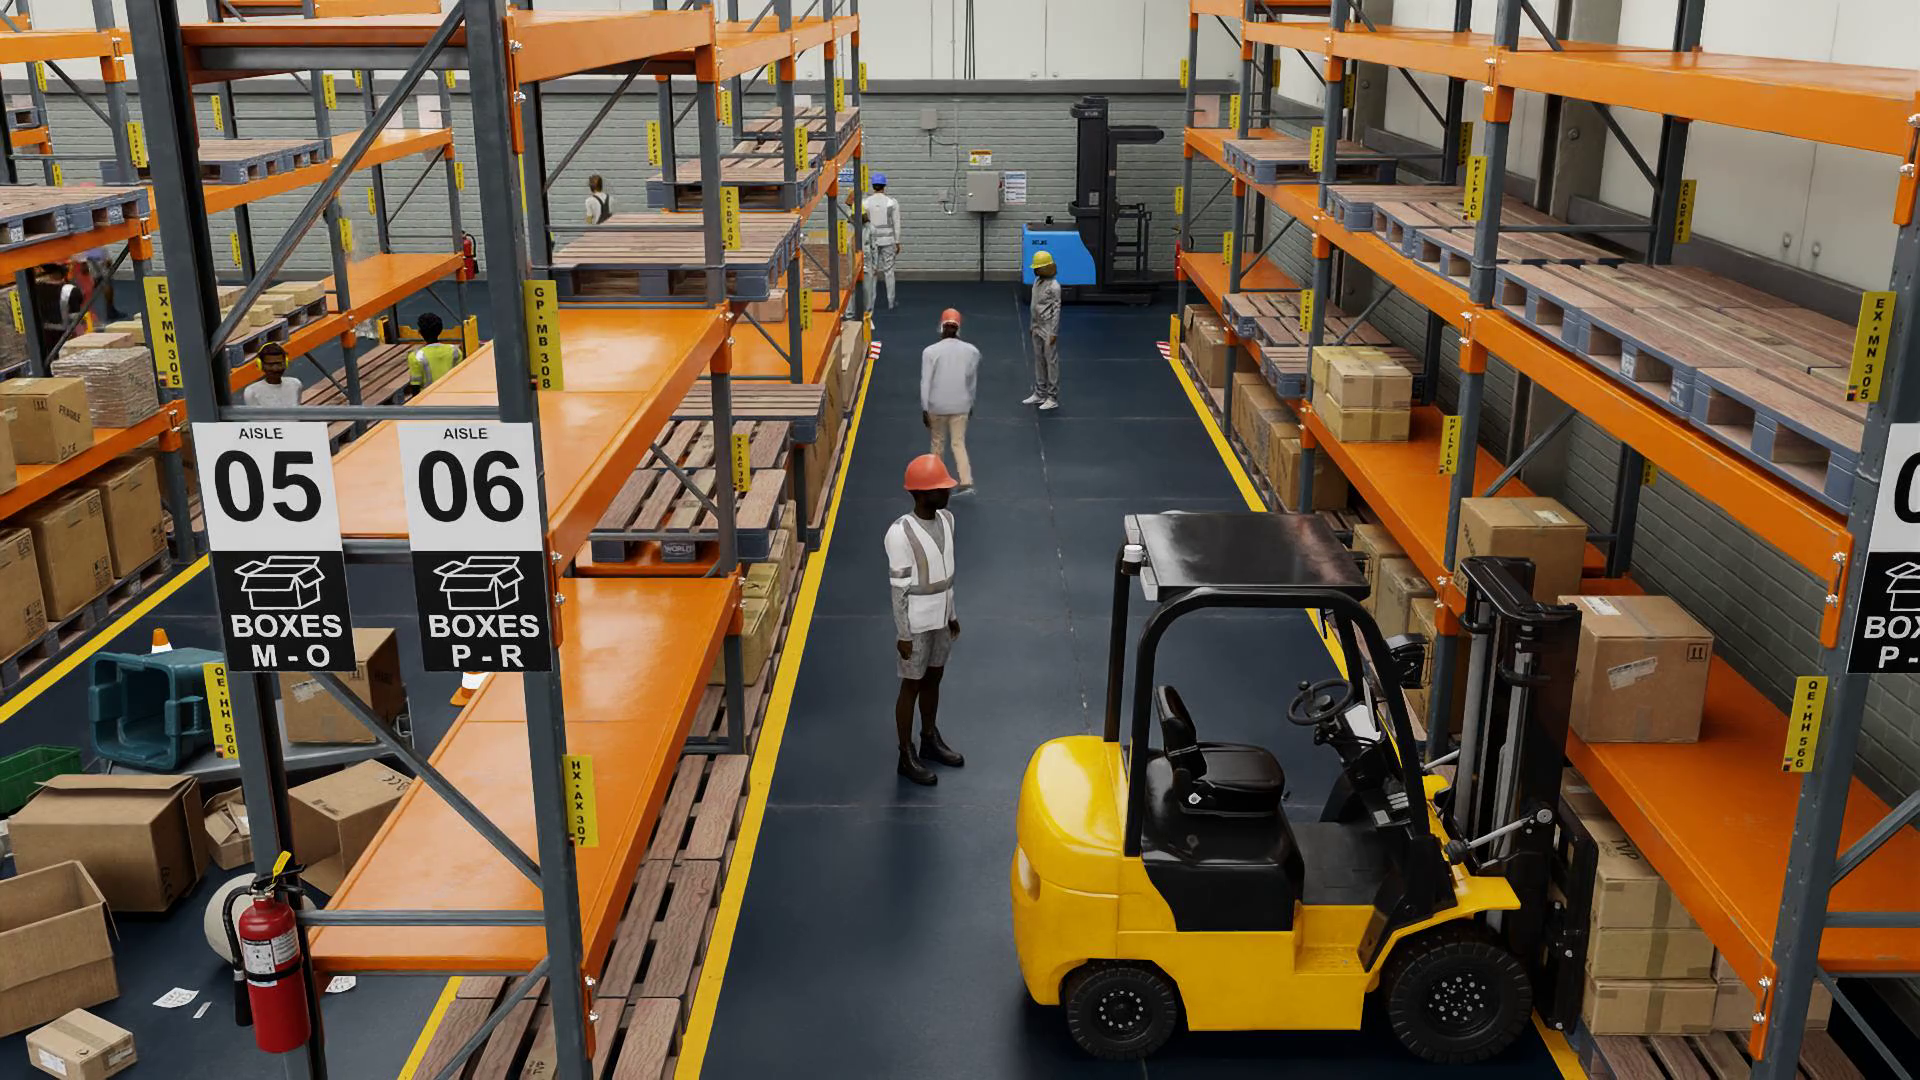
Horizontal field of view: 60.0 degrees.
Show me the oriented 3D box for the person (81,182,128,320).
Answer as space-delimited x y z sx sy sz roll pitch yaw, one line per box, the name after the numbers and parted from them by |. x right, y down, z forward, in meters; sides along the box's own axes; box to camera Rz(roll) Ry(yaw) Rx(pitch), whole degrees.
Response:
-12.013 -3.971 23.012 0.550 1.917 0.619 12 22 33 | person

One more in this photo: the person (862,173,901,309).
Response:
-1.148 -4.294 23.950 0.601 1.940 0.396 1 18 3 | person

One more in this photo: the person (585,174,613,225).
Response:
-5.357 -4.541 24.864 0.496 1.830 0.526 15 24 38 | person

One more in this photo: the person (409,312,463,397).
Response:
-4.697 -1.208 15.014 0.319 1.692 0.537 16 24 40 | person

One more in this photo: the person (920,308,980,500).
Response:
-0.083 -1.218 15.024 0.570 1.706 0.723 -4 19 -11 | person

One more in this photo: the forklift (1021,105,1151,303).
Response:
1.857 -4.944 24.441 1.873 2.768 1.129 0 18 0 | forklift

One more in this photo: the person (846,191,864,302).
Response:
-1.561 -4.340 24.591 0.286 1.625 0.493 -3 19 -10 | person

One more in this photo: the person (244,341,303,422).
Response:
-5.277 -0.630 12.992 0.327 1.865 0.514 12 22 31 | person

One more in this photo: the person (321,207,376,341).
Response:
-8.020 -3.536 21.761 0.414 1.872 0.777 -17 25 -42 | person

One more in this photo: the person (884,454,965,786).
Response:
-0.183 0.450 9.608 0.359 1.938 0.545 12 22 32 | person

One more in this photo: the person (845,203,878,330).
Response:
-1.350 -3.695 22.464 0.487 1.736 0.321 -2 18 -7 | person

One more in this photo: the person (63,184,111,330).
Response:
-11.925 -3.765 22.298 0.680 1.976 0.637 -14 23 -36 | person

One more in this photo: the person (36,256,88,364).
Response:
-9.050 -1.942 16.729 0.609 2.015 0.860 3 19 10 | person

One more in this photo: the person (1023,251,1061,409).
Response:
0.909 -2.308 18.266 0.310 1.736 0.484 -10 21 -29 | person

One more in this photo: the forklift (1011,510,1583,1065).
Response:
1.387 1.055 7.378 2.313 2.155 1.214 0 18 0 | forklift
